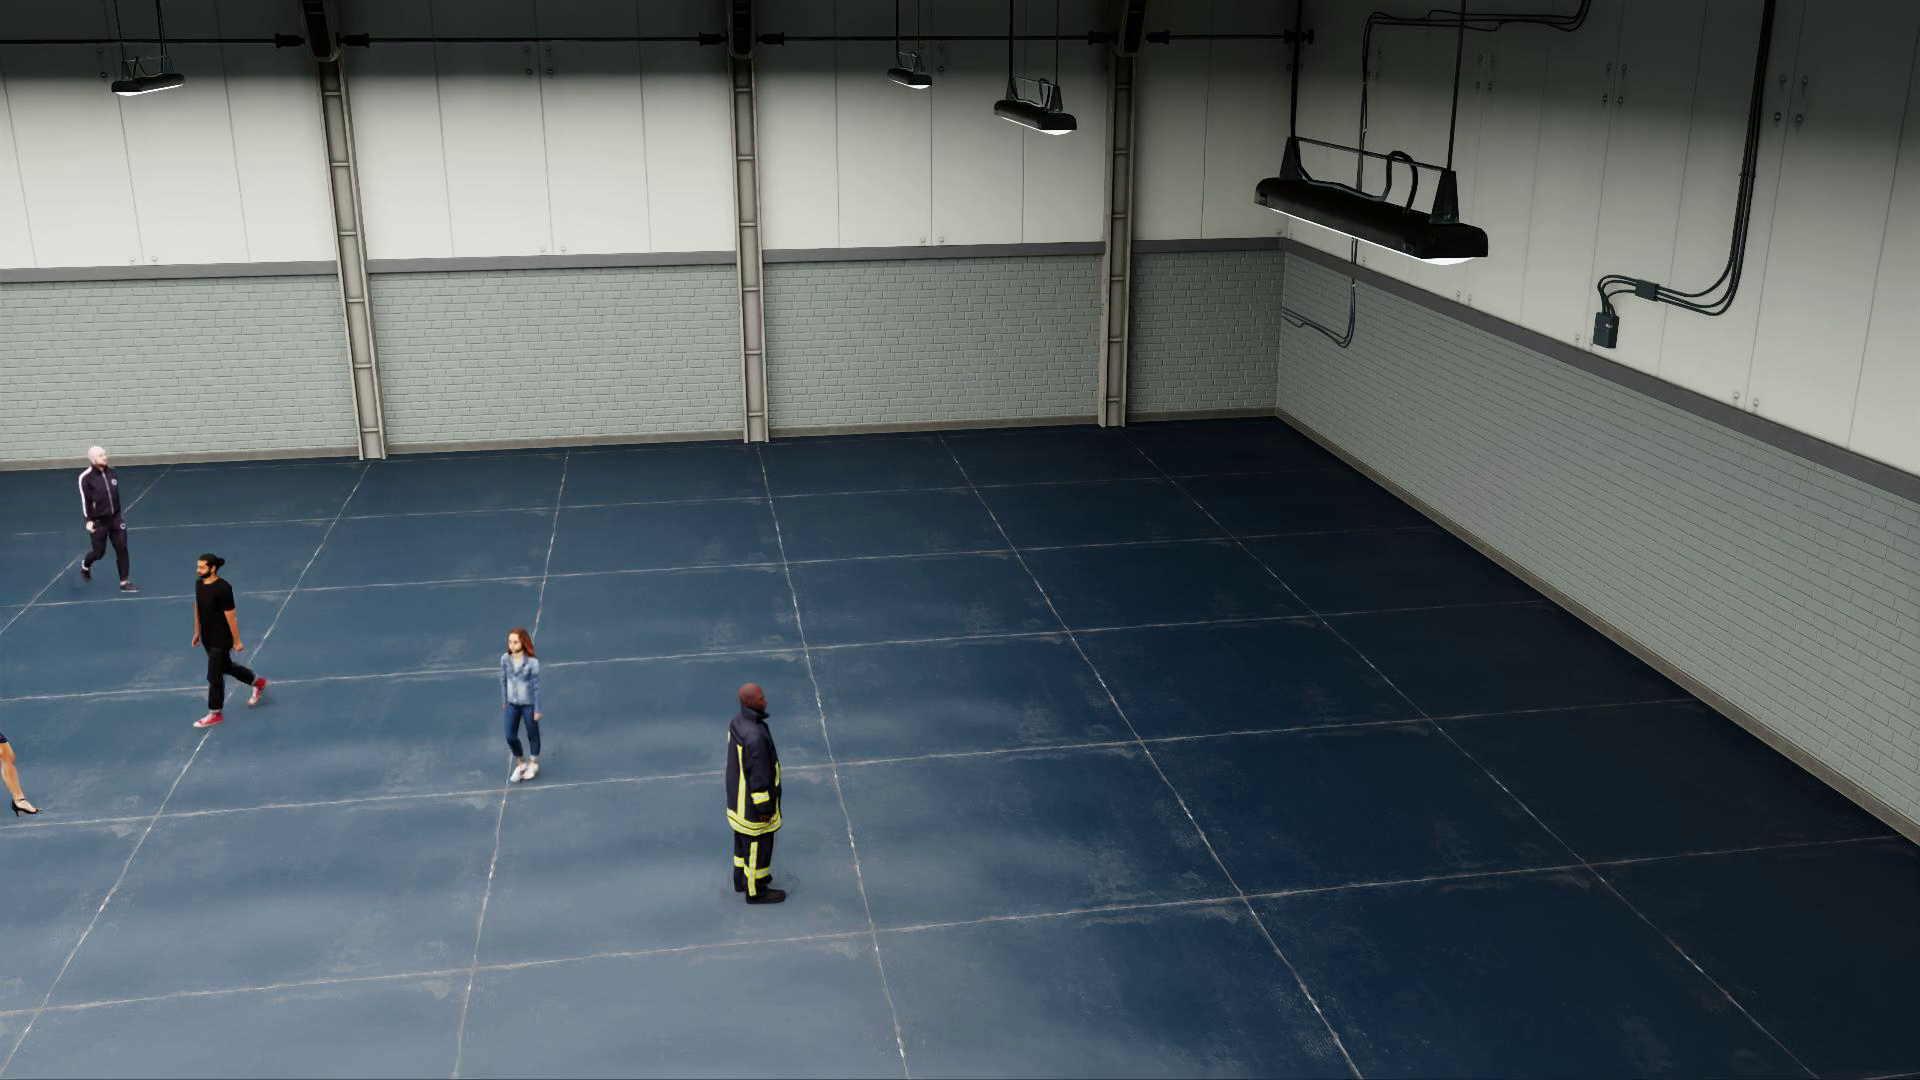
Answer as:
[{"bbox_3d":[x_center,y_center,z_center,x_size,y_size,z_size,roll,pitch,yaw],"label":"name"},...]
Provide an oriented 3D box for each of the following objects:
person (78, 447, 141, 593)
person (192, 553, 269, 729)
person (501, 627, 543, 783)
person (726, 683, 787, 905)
[{"bbox_3d":[-10.338,-0.234,19.981,1.122,1.816,1.027,9,20,26],"label":"person"},{"bbox_3d":[-7.287,0.943,16.506,1.122,1.731,1.180,13,22,34],"label":"person"},{"bbox_3d":[-3.978,1.478,15.286,0.631,1.468,0.738,4,19,13],"label":"person"},{"bbox_3d":[-1.640,1.982,13.170,0.744,1.820,0.801,-7,19,-22],"label":"person"}]
